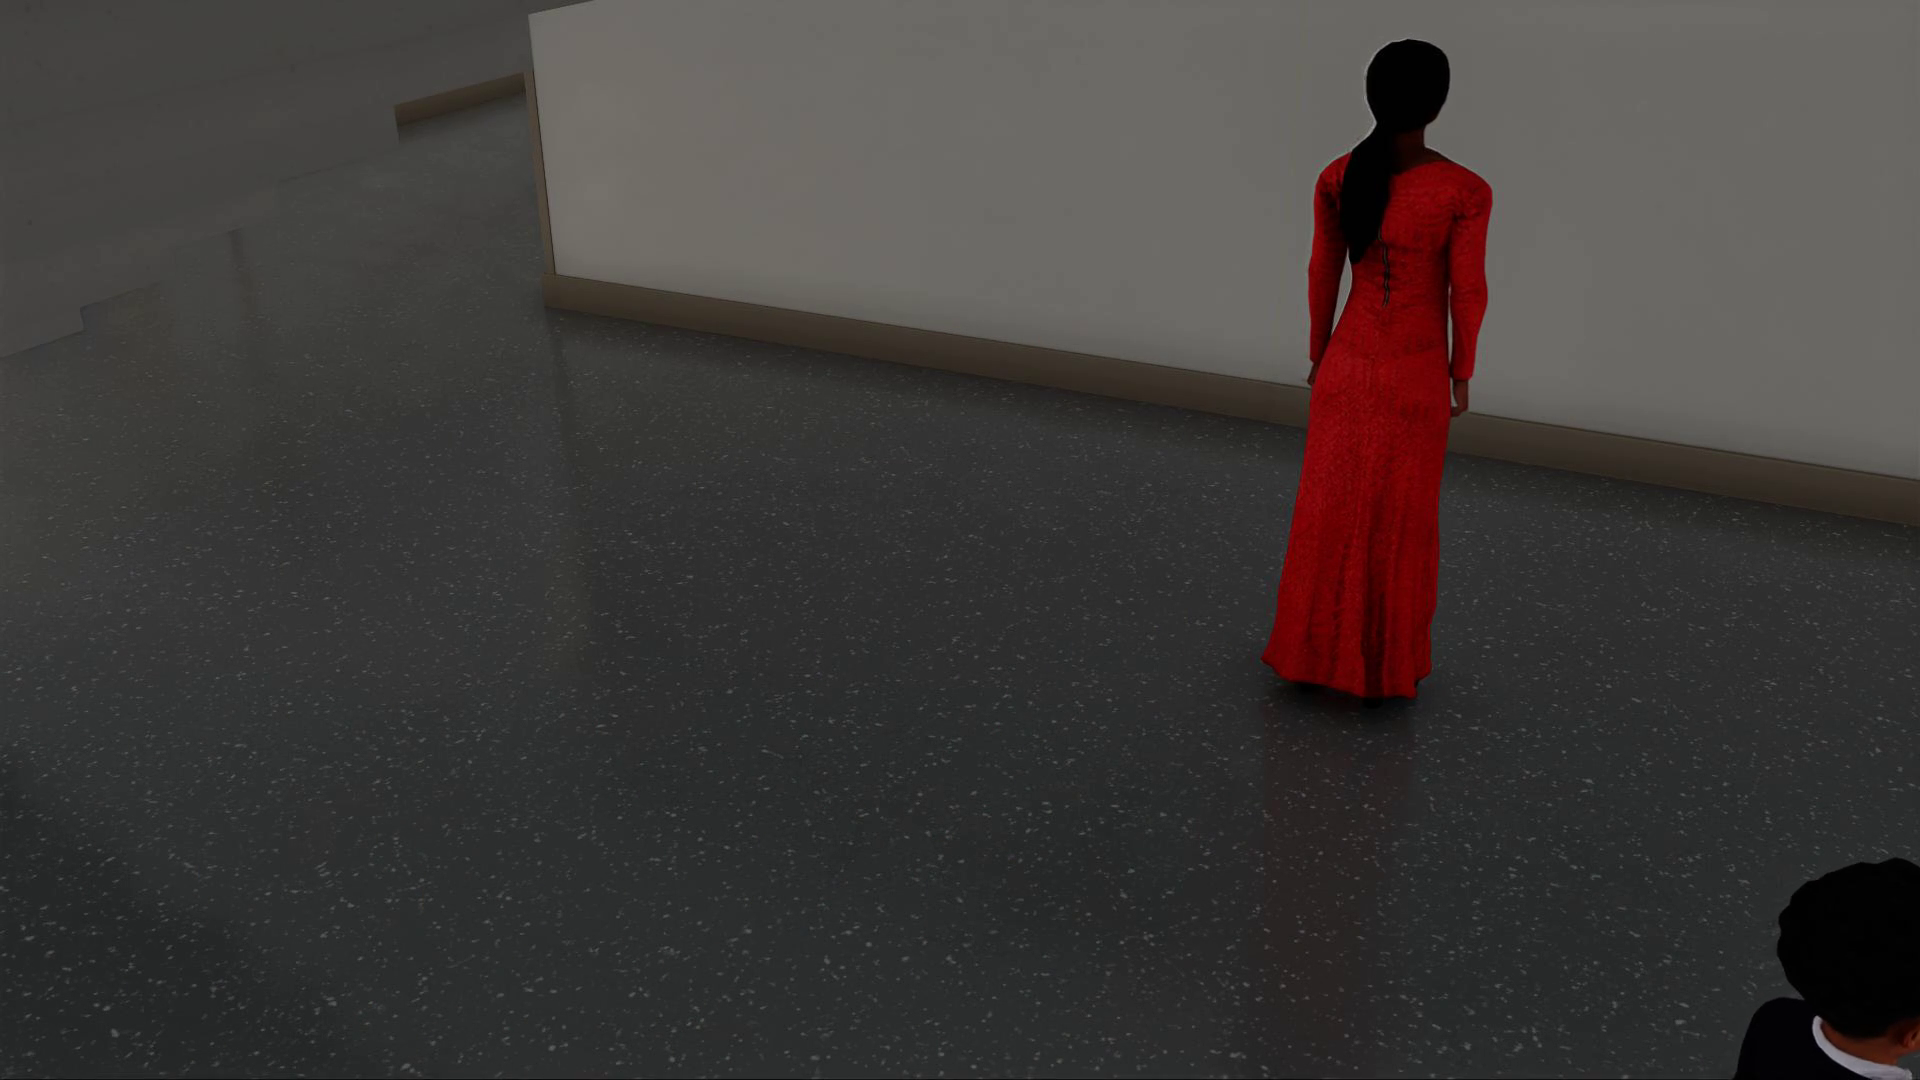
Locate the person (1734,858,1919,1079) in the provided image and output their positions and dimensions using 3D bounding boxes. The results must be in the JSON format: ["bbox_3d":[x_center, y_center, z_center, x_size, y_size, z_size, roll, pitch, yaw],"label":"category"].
[{"bbox_3d":[1.081,0.955,2.200,0.584,1.219,0.570,-2,26,-4],"label":"person"}]

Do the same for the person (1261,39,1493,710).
[{"bbox_3d":[1.088,-0.386,4.330,0.545,1.784,0.694,15,29,28],"label":"person"}]
